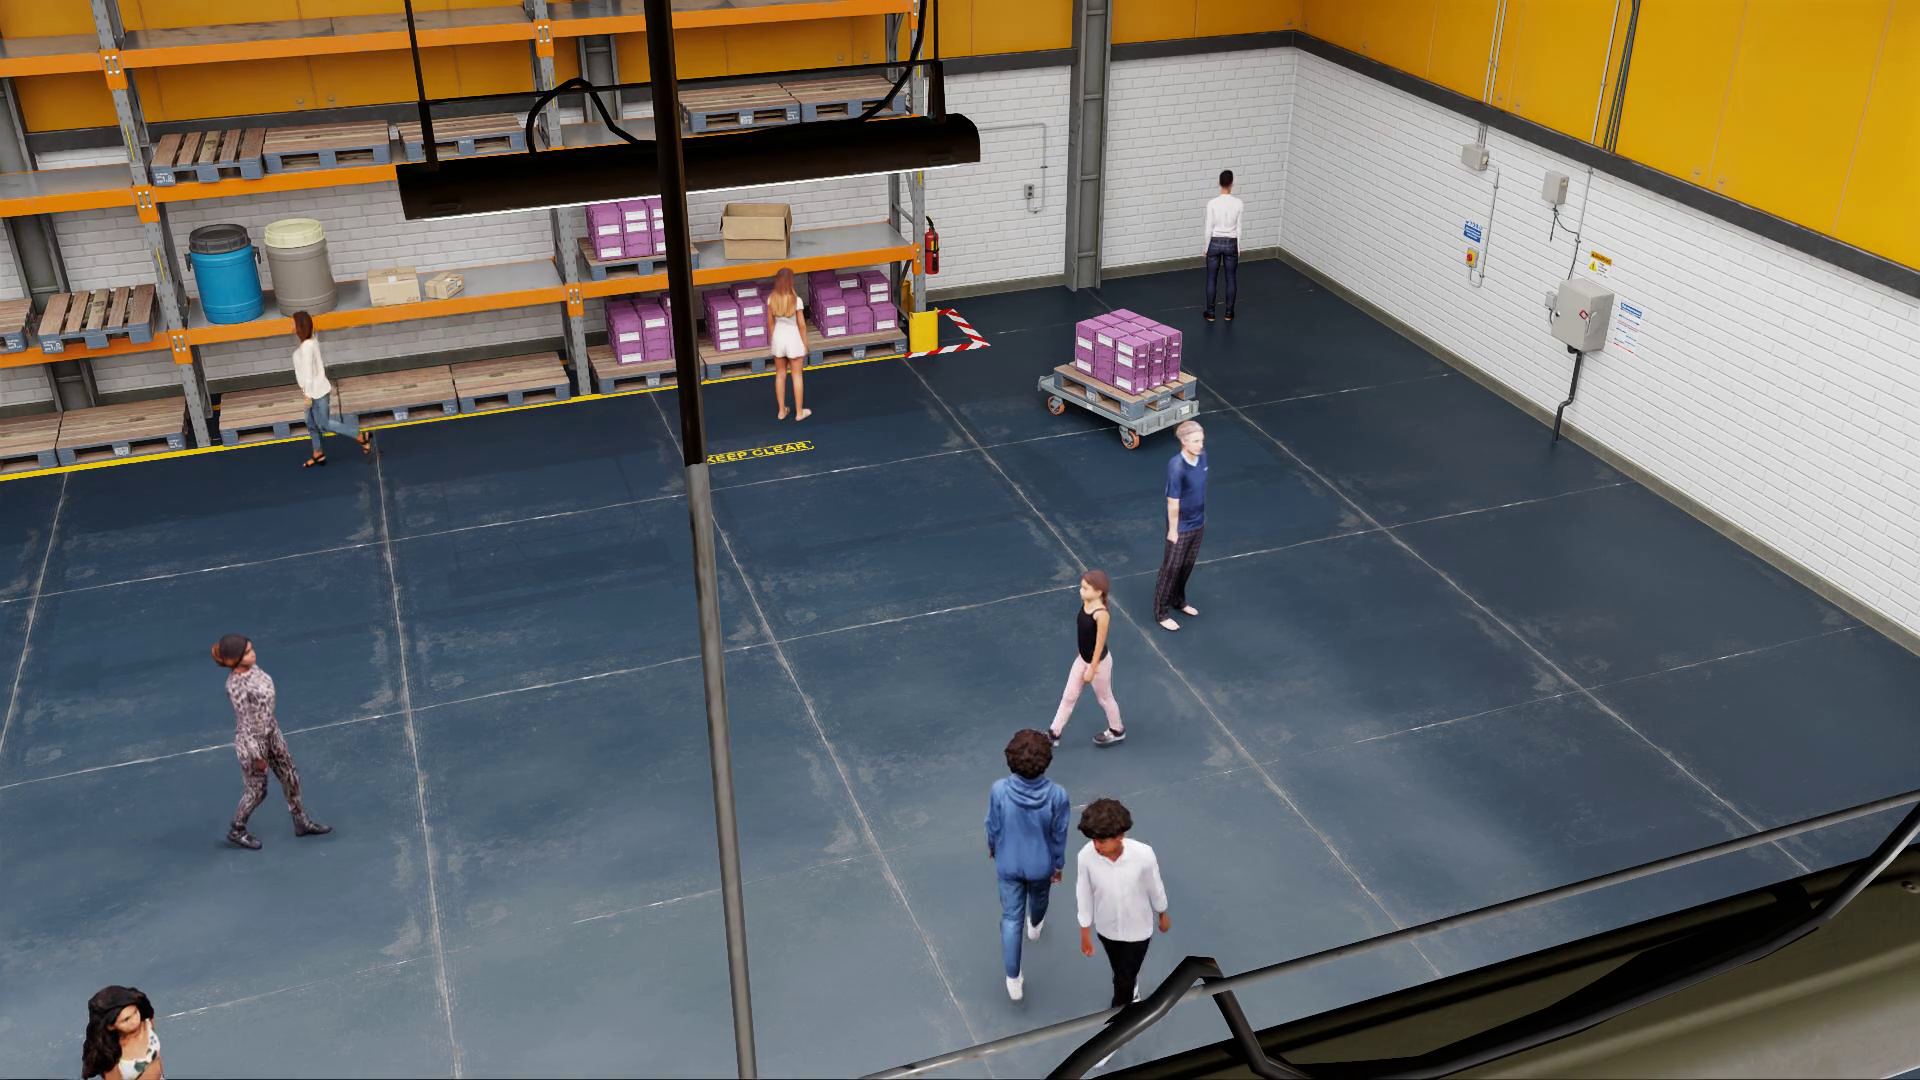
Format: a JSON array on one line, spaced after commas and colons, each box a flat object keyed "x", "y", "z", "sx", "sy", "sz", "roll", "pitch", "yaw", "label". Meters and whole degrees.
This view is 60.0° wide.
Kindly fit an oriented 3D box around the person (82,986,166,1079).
[{"x": -4.331, "y": 2.965, "z": 8.666, "sx": 1.108, "sy": 1.586, "sz": 0.940, "roll": 7, "pitch": 29, "yaw": 12, "label": "person"}]

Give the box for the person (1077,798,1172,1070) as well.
[{"x": 0.993, "y": 2.215, "z": 9.868, "sx": 1.144, "sy": 1.751, "sz": 1.147, "roll": 5, "pitch": 29, "yaw": 9, "label": "person"}]

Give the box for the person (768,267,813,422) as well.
[{"x": -1.851, "y": -2.105, "z": 17.847, "sx": 0.649, "sy": 1.695, "sz": 0.724, "roll": 9, "pitch": 30, "yaw": 15, "label": "person"}]

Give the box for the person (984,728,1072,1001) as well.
[{"x": 0.395, "y": 2.005, "z": 10.224, "sx": 1.196, "sy": 1.780, "sz": 1.083, "roll": 4, "pitch": 29, "yaw": 7, "label": "person"}]

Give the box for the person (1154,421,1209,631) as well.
[{"x": 1.895, "y": -0.152, "z": 14.083, "sx": 0.799, "sy": 1.870, "sz": 0.664, "roll": 22, "pitch": 36, "yaw": 35, "label": "person"}]

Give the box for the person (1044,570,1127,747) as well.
[{"x": 1.063, "y": 0.914, "z": 12.494, "sx": 0.983, "sy": 1.521, "sz": 0.530, "roll": -11, "pitch": 30, "yaw": -19, "label": "person"}]

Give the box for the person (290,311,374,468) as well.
[{"x": -6.412, "y": -1.506, "z": 16.782, "sx": 0.927, "sy": 1.663, "sz": 0.596, "roll": -10, "pitch": 30, "yaw": -17, "label": "person"}]

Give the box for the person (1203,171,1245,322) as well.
[{"x": 3.224, "y": -3.603, "z": 20.408, "sx": 0.661, "sy": 1.872, "sz": 0.768, "roll": 2, "pitch": 29, "yaw": 3, "label": "person"}]

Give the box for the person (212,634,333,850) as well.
[{"x": -4.874, "y": 1.393, "z": 11.424, "sx": 0.987, "sy": 1.705, "sz": 0.768, "roll": 1, "pitch": 29, "yaw": 1, "label": "person"}]
